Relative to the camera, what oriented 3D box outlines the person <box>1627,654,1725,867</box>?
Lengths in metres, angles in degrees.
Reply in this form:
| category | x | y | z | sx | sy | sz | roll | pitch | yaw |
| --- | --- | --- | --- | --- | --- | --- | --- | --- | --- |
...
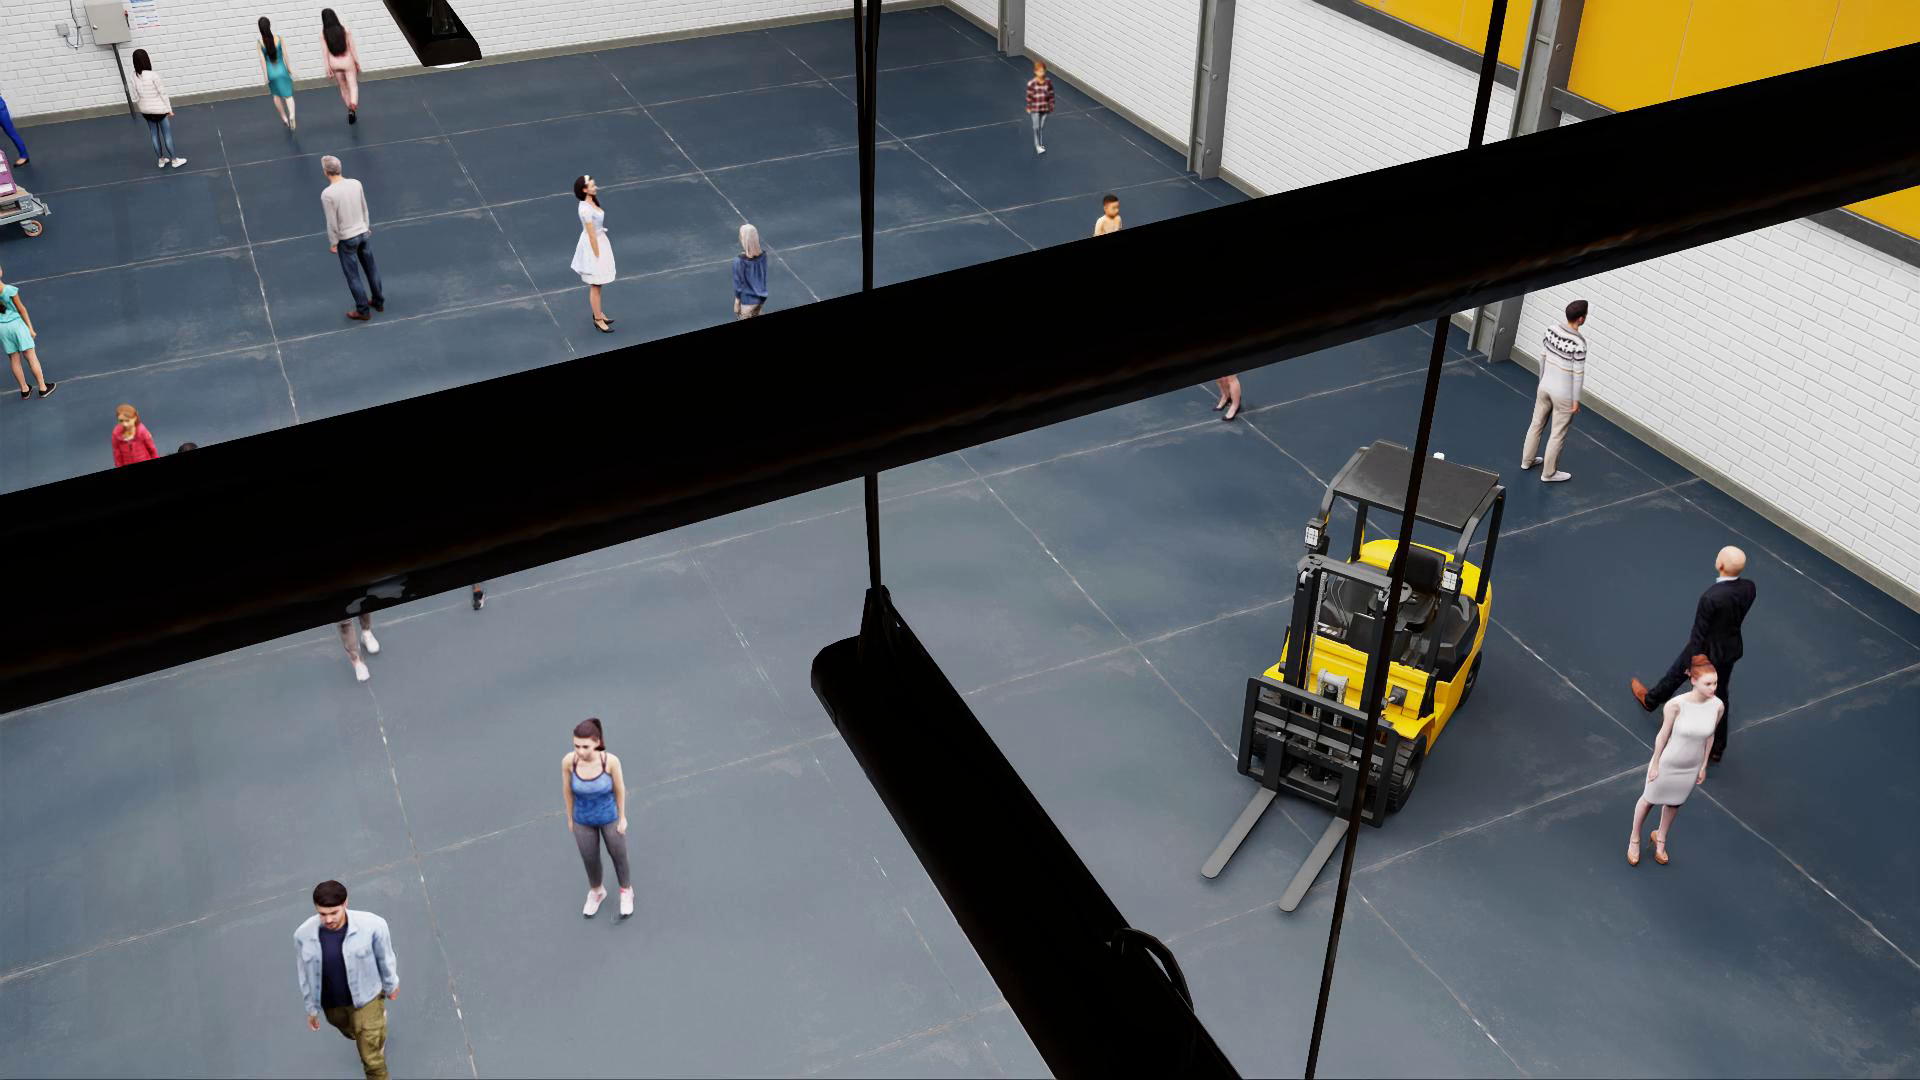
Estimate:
| category | x | y | z | sx | sy | sz | roll | pitch | yaw |
| --- | --- | --- | --- | --- | --- | --- | --- | --- | --- |
| person | 4.952 | 1.549 | 11.499 | 0.636 | 1.783 | 0.620 | -1 | 34 | -1 |

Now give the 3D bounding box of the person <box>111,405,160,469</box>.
| category | x | y | z | sx | sy | sz | roll | pitch | yaw |
| --- | --- | --- | --- | --- | --- | --- | --- | --- | --- |
| person | -7.532 | -0.676 | 15.291 | 0.685 | 1.293 | 0.950 | -4 | 34 | -6 |

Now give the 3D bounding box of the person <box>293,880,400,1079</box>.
| category | x | y | z | sx | sy | sz | roll | pitch | yaw |
| --- | --- | --- | --- | --- | --- | --- | --- | --- | --- |
| person | -3.595 | 2.647 | 9.854 | 0.964 | 1.776 | 1.263 | -2 | 34 | -3 |

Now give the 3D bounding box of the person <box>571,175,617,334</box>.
| category | x | y | z | sx | sy | sz | roll | pitch | yaw |
| --- | --- | --- | --- | --- | --- | --- | --- | --- | --- |
| person | -4.099 | -3.211 | 18.625 | 0.846 | 1.822 | 0.758 | -5 | 34 | -7 |

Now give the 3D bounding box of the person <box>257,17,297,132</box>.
| category | x | y | z | sx | sy | sz | roll | pitch | yaw |
| --- | --- | --- | --- | --- | --- | --- | --- | --- | --- |
| person | -9.822 | -6.679 | 23.990 | 0.548 | 1.659 | 0.980 | -15 | 37 | -22 |

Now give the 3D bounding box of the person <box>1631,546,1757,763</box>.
| category | x | y | z | sx | sy | sz | roll | pitch | yaw |
| --- | --- | --- | --- | --- | --- | --- | --- | --- | --- |
| person | 5.713 | 0.891 | 12.513 | 0.798 | 1.758 | 1.199 | -10 | 35 | -14 |

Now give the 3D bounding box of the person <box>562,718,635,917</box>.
| category | x | y | z | sx | sy | sz | roll | pitch | yaw |
| --- | --- | --- | --- | --- | --- | --- | --- | --- | --- |
| person | -2.429 | 1.867 | 11.179 | 0.645 | 1.609 | 0.663 | 0 | 34 | 1 |

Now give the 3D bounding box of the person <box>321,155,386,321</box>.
| category | x | y | z | sx | sy | sz | roll | pitch | yaw |
| --- | --- | --- | --- | --- | --- | --- | --- | --- | --- |
| person | -6.915 | -3.438 | 18.893 | 0.853 | 1.904 | 0.841 | 18 | 38 | 25 |

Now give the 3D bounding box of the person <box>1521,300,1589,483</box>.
| category | x | y | z | sx | sy | sz | roll | pitch | yaw |
| --- | --- | --- | --- | --- | --- | --- | --- | --- | --- |
| person | 5.728 | -1.444 | 15.932 | 0.743 | 1.862 | 0.506 | -16 | 37 | -23 |

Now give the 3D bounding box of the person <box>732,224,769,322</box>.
| category | x | y | z | sx | sy | sz | roll | pitch | yaw |
| --- | --- | --- | --- | --- | --- | --- | --- | --- | --- |
| person | -2.163 | -2.532 | 17.730 | 0.975 | 1.683 | 0.859 | 21 | 39 | 28 |

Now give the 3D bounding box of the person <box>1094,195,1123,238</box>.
| category | x | y | z | sx | sy | sz | roll | pitch | yaw |
| --- | --- | --- | --- | --- | --- | --- | --- | --- | --- |
| person | 1.638 | -3.274 | 19.062 | 0.704 | 1.444 | 0.895 | -28 | 42 | -35 |

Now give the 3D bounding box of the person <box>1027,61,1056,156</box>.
| category | x | y | z | sx | sy | sz | roll | pitch | yaw |
| --- | --- | --- | --- | --- | --- | --- | --- | --- | --- |
| person | 1.116 | -6.132 | 23.512 | 0.609 | 1.278 | 0.879 | -10 | 35 | -14 |

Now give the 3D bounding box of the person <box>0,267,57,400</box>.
| category | x | y | z | sx | sy | sz | roll | pitch | yaw |
| --- | --- | --- | --- | --- | --- | --- | --- | --- | --- |
| person | -9.890 | -2.211 | 17.360 | 0.617 | 1.558 | 0.635 | -4 | 34 | -6 |

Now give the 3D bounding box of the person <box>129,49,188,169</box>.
| category | x | y | z | sx | sy | sz | roll | pitch | yaw |
| --- | --- | --- | --- | --- | --- | --- | --- | --- | --- |
| person | -11.097 | -5.947 | 22.908 | 0.699 | 1.638 | 0.708 | 3 | 34 | 4 |

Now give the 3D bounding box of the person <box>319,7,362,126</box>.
| category | x | y | z | sx | sy | sz | roll | pitch | yaw |
| --- | --- | --- | --- | --- | --- | --- | --- | --- | --- |
| person | -8.982 | -6.860 | 24.229 | 0.715 | 1.697 | 1.075 | -10 | 35 | -15 |
